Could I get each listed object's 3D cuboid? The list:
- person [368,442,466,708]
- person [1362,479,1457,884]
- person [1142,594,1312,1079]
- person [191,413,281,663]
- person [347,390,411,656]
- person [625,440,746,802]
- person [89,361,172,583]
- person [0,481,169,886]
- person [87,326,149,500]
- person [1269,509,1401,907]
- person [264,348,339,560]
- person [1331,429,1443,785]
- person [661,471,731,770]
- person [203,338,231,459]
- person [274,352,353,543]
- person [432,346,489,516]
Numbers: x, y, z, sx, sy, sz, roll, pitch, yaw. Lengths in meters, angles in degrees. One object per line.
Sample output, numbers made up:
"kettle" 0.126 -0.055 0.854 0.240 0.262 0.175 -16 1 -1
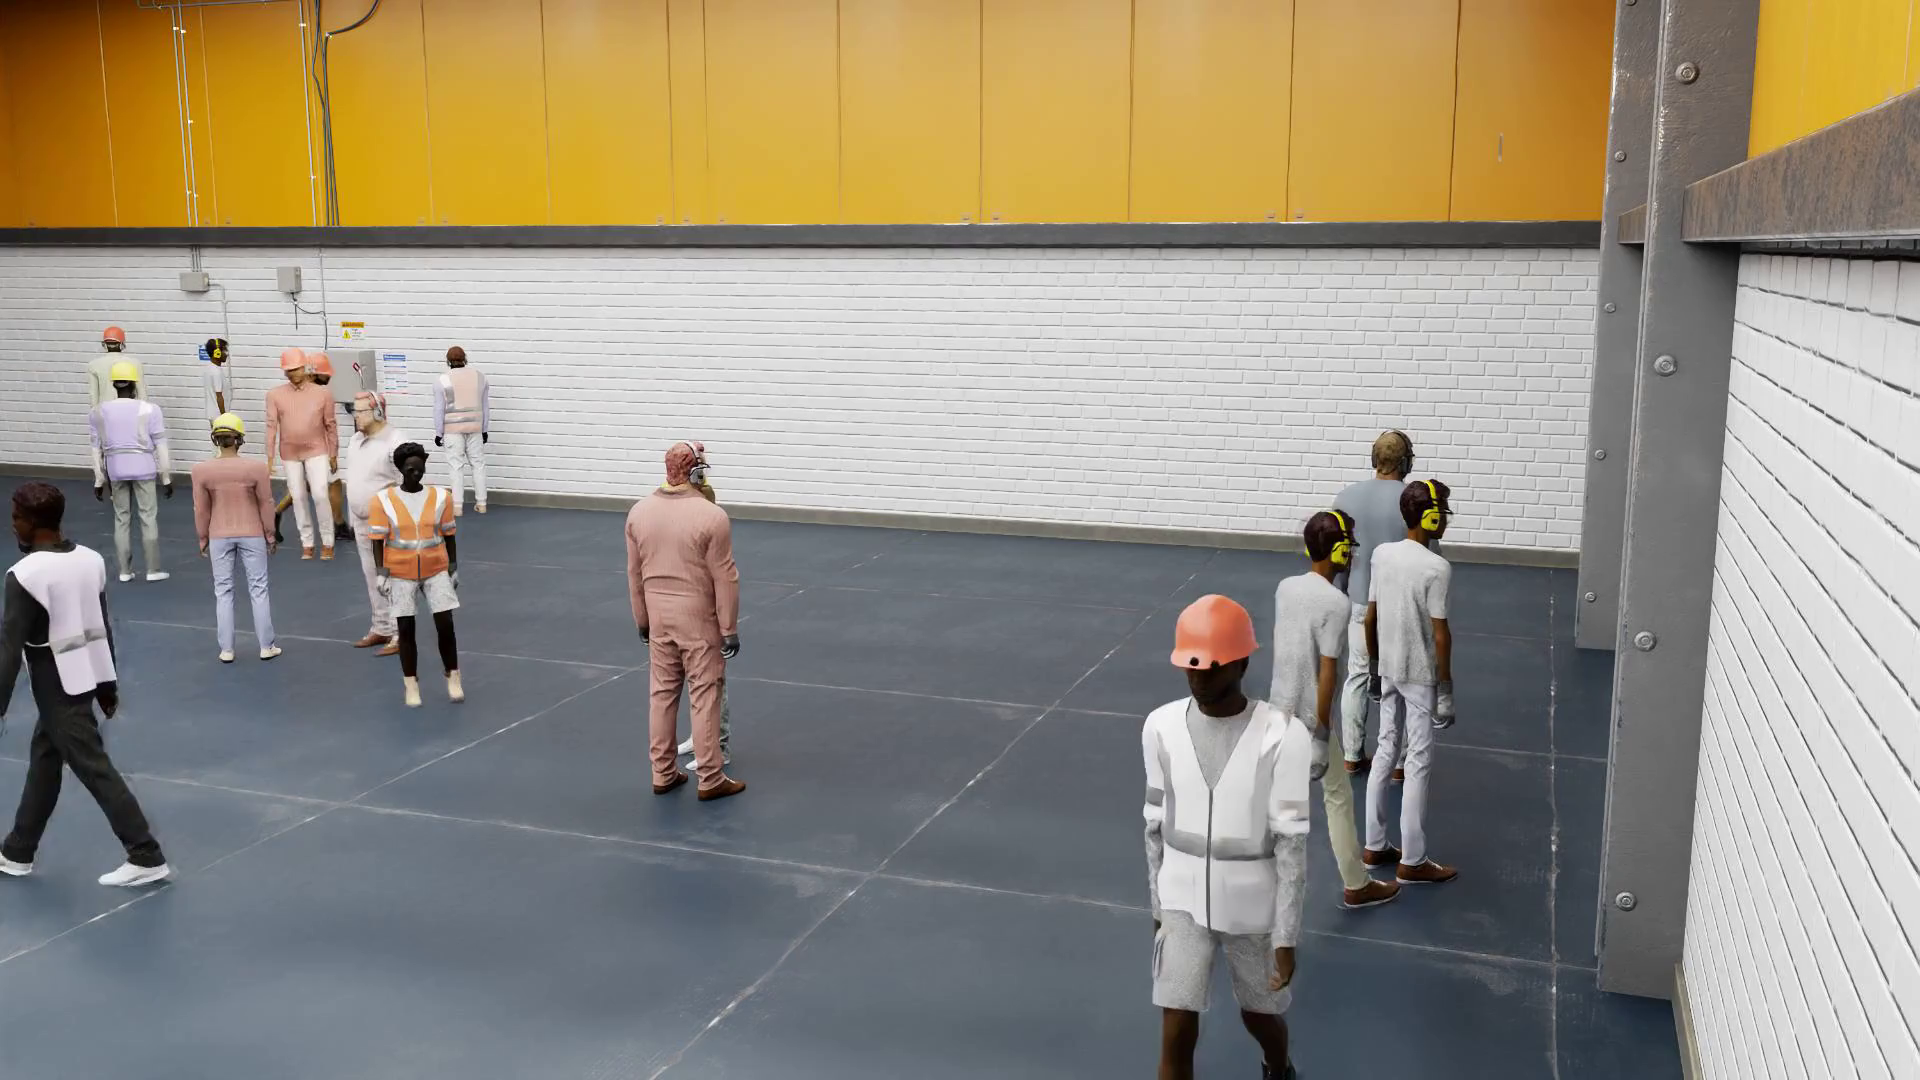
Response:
"person" -3.455 0.221 10.562 0.553 1.697 0.378 -5 11 -25
"person" 2.084 0.648 7.674 0.310 1.862 0.532 -5 11 -28
"person" 0.816 1.083 5.104 0.542 1.909 0.926 5 11 25
"person" -5.077 -0.011 11.681 0.524 1.760 0.327 -3 10 -16
"person" -4.184 -0.130 11.939 0.651 1.905 0.403 7 12 35
"person" -1.432 0.423 8.814 0.652 1.906 0.402 5 11 26
"person" -7.176 -0.581 14.415 0.606 1.925 0.385 -2 10 -9
"person" -4.116 0.668 7.553 0.995 1.866 0.612 0 10 0
"person" -9.670 -1.459 19.165 0.612 1.995 0.378 -3 11 -18
"person" 1.464 0.771 7.168 1.021 1.807 0.531 -5 11 -27
"person" -6.091 -0.779 15.377 0.626 1.971 0.578 -2 10 -13
"person" 2.317 0.364 9.059 0.630 1.940 0.372 8 13 38
"person" -1.490 0.414 9.325 0.322 1.743 0.489 -5 11 -24
"person" -8.455 -1.372 19.040 0.329 1.867 0.510 -8 13 -37
"person" -6.398 -0.894 16.285 0.930 1.894 0.560 -5 11 -27
"person" -5.414 -1.181 18.048 0.624 1.838 0.430 -8 13 -38
